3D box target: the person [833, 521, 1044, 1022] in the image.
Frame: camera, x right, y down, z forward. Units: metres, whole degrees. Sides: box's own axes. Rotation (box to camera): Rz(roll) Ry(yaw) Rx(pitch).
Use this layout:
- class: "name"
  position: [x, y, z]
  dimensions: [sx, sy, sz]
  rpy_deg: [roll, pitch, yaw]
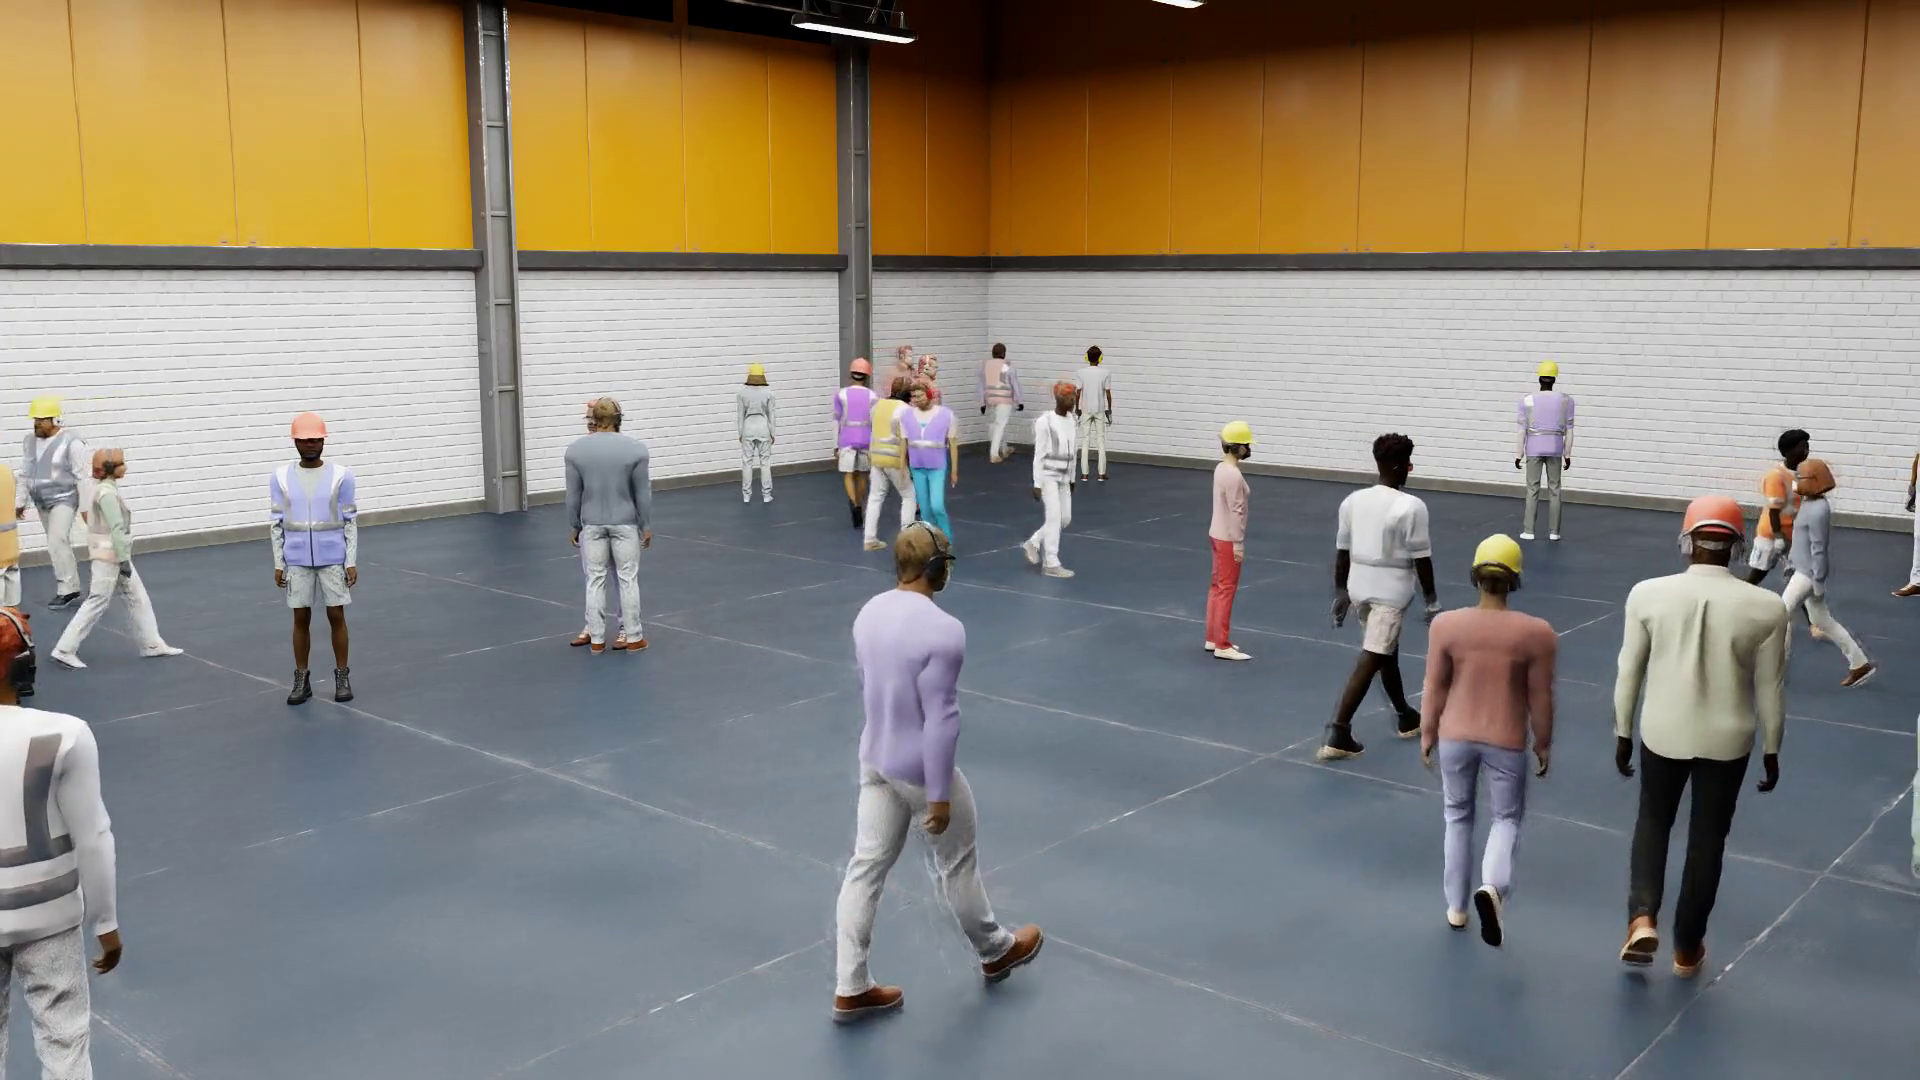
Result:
- class: "person"
  position: [-0.112, 0.867, 6.455]
  dimensions: [1.022, 1.892, 0.646]
  rpy_deg: [-8, 12, -40]

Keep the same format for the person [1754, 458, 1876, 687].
- class: "person"
  position: [5.869, 0.233, 11.377]
  dimensions: [0.810, 1.600, 0.504]
  rpy_deg: [4, 10, 24]

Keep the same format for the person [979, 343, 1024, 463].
- class: "person"
  position: [0.657, -2.097, 25.398]
  dimensions: [0.633, 1.796, 0.918]
  rpy_deg: [7, 11, 36]

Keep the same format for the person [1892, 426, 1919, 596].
- class: "person"
  position: [8.469, -0.391, 14.462]
  dimensions: [0.313, 1.866, 0.538]
  rpy_deg: [-3, 10, -20]

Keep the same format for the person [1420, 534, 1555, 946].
- class: "person"
  position: [2.198, 0.855, 7.002]
  dimensions: [0.552, 1.744, 0.594]
  rpy_deg: [4, 10, 22]

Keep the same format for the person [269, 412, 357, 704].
- class: "person"
  position: [-4.271, 0.119, 11.021]
  dimensions: [0.545, 1.942, 0.351]
  rpy_deg: [-2, 9, -13]

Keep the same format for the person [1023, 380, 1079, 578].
- class: "person"
  position: [0.841, -0.586, 15.706]
  dimensions: [0.593, 1.862, 0.628]
  rpy_deg: [8, 12, 40]

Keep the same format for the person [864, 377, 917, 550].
- class: "person"
  position: [-0.649, -0.772, 17.087]
  dimensions: [0.635, 1.805, 0.600]
  rpy_deg: [9, 12, 43]

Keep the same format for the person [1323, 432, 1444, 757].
- class: "person"
  position: [2.528, 0.319, 9.873]
  dimensions: [1.023, 1.916, 0.605]
  rpy_deg: [-5, 10, -29]

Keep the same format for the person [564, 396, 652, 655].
- class: "person"
  position: [-2.613, -0.100, 12.412]
  dimensions: [0.630, 1.936, 0.369]
  rpy_deg: [0, 9, -2]

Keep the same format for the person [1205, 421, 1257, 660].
- class: "person"
  position: [2.017, -0.001, 12.326]
  dimensions: [0.326, 1.767, 0.533]
  rpy_deg: [-1, 9, -4]

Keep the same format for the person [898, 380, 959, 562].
- class: "person"
  position: [-0.318, -0.675, 16.420]
  dimensions: [0.599, 1.813, 0.461]
  rpy_deg: [3, 10, 19]

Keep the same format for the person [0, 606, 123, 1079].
- class: "person"
  position: [-2.777, 1.125, 4.885]
  dimensions: [0.583, 1.882, 0.337]
  rpy_deg: [-1, 9, -9]

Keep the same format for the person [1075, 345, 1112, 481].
- class: "person"
  position: [1.840, -1.745, 22.953]
  dimensions: [0.531, 1.869, 0.310]
  rpy_deg: [1, 9, 8]

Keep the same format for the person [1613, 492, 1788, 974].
- class: "person"
  position: [2.972, 0.796, 6.695]
  dimensions: [0.630, 1.973, 0.505]
  rpy_deg: [5, 11, 31]

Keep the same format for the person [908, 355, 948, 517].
- class: "person"
  position: [-0.398, -1.219, 19.554]
  dimensions: [0.399, 1.903, 0.642]
  rpy_deg: [-6, 11, -33]

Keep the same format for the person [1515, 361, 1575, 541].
- class: "person"
  position: [6.223, -0.943, 17.733]
  dimensions: [0.585, 1.928, 0.368]
  rpy_deg: [2, 9, 10]

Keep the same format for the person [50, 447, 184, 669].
- class: "person"
  position: [-6.196, 0.120, 12.069]
  dimensions: [0.853, 1.595, 0.531]
  rpy_deg: [-5, 10, -27]

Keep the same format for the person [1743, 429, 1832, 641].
- class: "person"
  position: [6.431, -0.045, 12.974]
  dimensions: [0.549, 1.642, 0.890]
  rpy_deg: [-6, 11, -33]

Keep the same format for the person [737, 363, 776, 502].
- class: "person"
  position: [-2.541, -1.338, 20.818]
  dimensions: [0.479, 1.737, 0.321]
  rpy_deg: [-1, 9, -4]

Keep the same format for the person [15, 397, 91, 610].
- class: "person"
  position: [-7.765, -0.311, 14.154]
  dimensions: [0.610, 1.809, 0.657]
  rpy_deg: [3, 10, 21]

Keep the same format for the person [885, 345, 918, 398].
- class: "person"
  position: [-0.660, -1.731, 22.859]
  dimensions: [0.955, 1.865, 0.656]
  rpy_deg: [4, 10, 26]

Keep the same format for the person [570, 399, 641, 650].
- class: "person"
  position: [-2.699, -0.119, 12.623]
  dimensions: [0.642, 1.909, 0.399]
  rpy_deg: [4, 10, 24]

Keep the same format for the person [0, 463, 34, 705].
- class: "person"
  position: [-6.401, 0.134, 10.940]
  dimensions: [0.378, 1.936, 0.548]
  rpy_deg: [-1, 9, -4]

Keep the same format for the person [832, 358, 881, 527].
- class: "person"
  position: [-1.166, -1.103, 18.820]
  dimensions: [0.551, 1.910, 0.837]
  rpy_deg: [-2, 9, -9]

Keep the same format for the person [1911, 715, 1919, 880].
- class: "person"
  position: [3.668, 1.095, 5.924]
  dimensions: [0.508, 1.601, 0.716]
  rpy_deg: [3, 9, 16]
